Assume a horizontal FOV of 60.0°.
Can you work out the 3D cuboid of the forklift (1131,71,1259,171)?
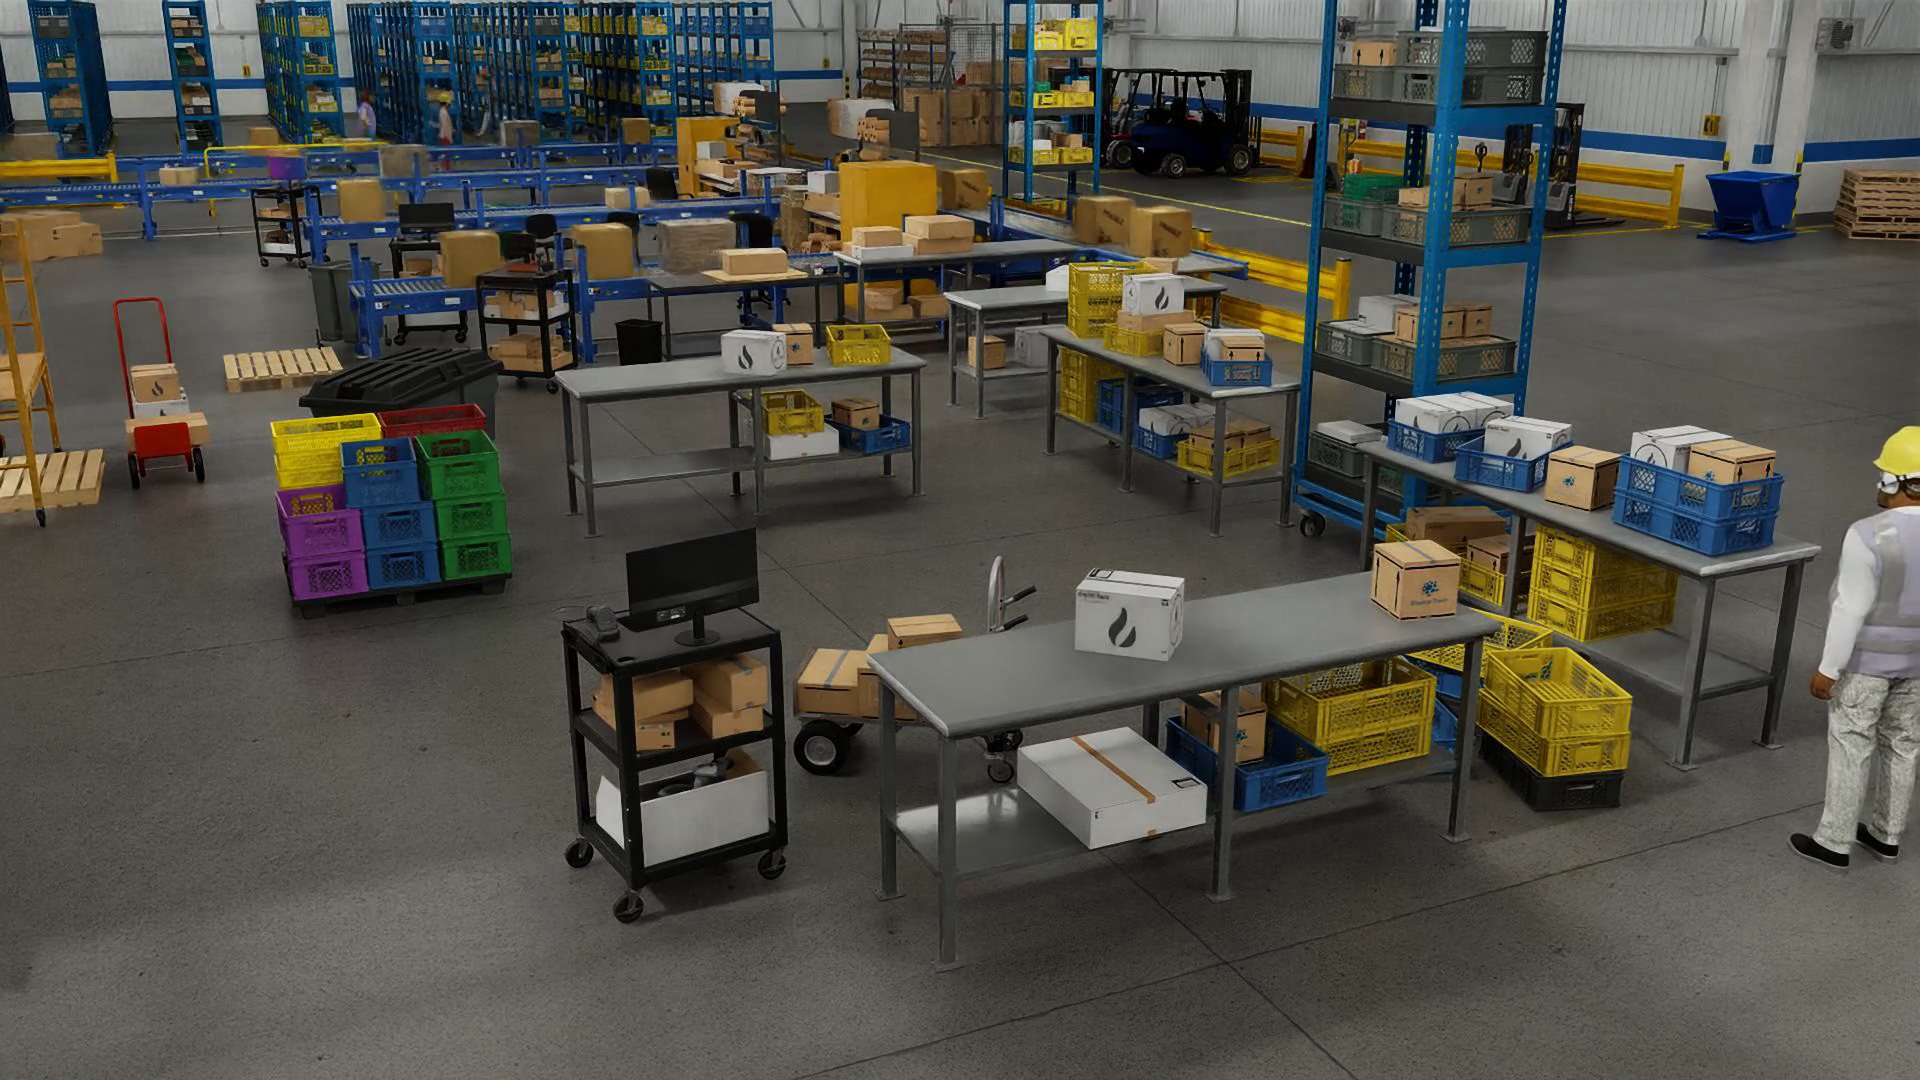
[{"bbox_3d":[4.998,-8.936,35.413,2.680,1.987,1.157,-9,20,-25],"label":"forklift"}]

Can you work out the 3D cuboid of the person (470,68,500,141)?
[{"bbox_3d":[-12.662,-11.698,44.724,1.040,1.927,0.636,-8,19,-23],"label":"person"}]

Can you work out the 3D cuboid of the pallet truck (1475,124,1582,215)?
[{"bbox_3d":[9.707,-6.455,28.103,1.885,1.965,0.823,-7,19,-20],"label":"pallet truck"}]

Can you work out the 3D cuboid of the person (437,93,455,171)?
[{"bbox_3d":[-10.624,-8.347,34.461,0.401,1.755,0.530,-4,18,-14],"label":"person"}]

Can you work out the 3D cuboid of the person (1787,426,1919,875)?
[{"bbox_3d":[3.661,0.448,6.624,0.602,1.830,0.404,-5,18,-15],"label":"person"}]

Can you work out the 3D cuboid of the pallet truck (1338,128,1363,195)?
[{"bbox_3d":[7.845,-7.140,31.411,1.522,1.261,0.704,-9,20,-25],"label":"pallet truck"}]

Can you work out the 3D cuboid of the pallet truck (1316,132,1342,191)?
[{"bbox_3d":[7.723,-7.504,32.656,1.601,1.201,0.680,-8,19,-23],"label":"pallet truck"}]

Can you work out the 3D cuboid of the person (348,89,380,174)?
[{"bbox_3d":[-12.517,-8.569,35.057,0.814,1.821,0.575,-4,18,-13],"label":"person"}]

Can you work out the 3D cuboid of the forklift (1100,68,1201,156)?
[{"bbox_3d":[4.082,-9.564,37.410,2.680,1.987,1.157,-8,19,-23],"label":"forklift"}]

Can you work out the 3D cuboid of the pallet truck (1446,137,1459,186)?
[{"bbox_3d":[9.184,-6.485,29.328,1.630,1.274,0.653,-8,19,-23],"label":"pallet truck"}]

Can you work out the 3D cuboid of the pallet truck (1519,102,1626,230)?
[{"bbox_3d":[9.972,-6.037,26.785,1.885,1.965,0.823,-9,20,-25],"label":"pallet truck"}]
